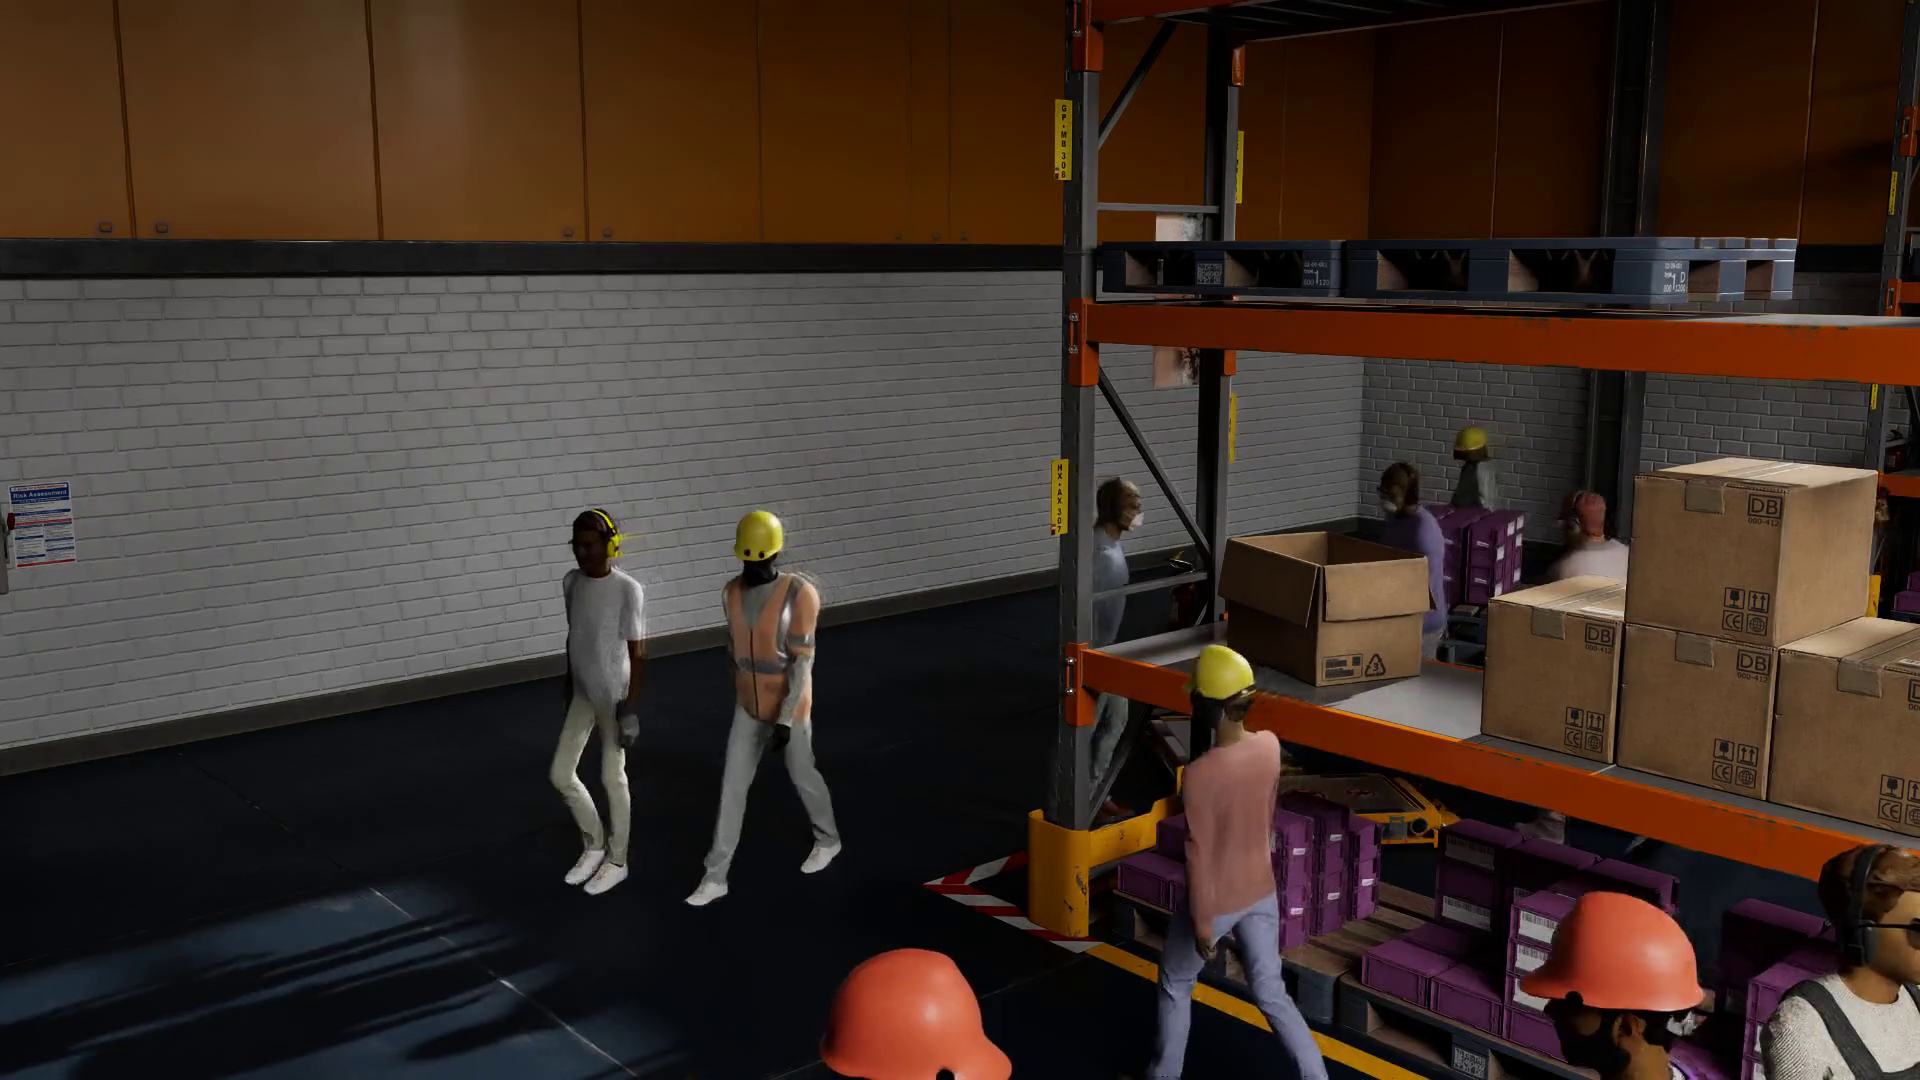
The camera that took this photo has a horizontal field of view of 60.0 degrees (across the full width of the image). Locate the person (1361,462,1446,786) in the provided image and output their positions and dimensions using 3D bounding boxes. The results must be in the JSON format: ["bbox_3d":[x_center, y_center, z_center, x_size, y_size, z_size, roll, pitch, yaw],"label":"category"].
[{"bbox_3d":[2.546,0.493,9.380,0.502,1.904,0.653,-1,10,-8],"label":"person"}]

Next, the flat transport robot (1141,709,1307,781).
[{"bbox_3d":[1.518,1.255,9.706,0.652,0.197,1.431,-1,10,-5],"label":"flat transport robot"}]

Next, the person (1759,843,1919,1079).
[{"bbox_3d":[1.859,1.528,3.501,0.507,1.846,0.341,-7,12,-35],"label":"person"}]

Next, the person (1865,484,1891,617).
[{"bbox_3d":[4.844,0.609,8.892,0.782,1.841,0.549,5,11,28],"label":"person"}]

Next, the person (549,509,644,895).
[{"bbox_3d":[-1.728,0.773,7.879,0.570,1.855,0.420,6,11,31],"label":"person"}]

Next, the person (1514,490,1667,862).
[{"bbox_3d":[3.211,0.692,8.332,0.686,1.875,0.769,-5,11,-25],"label":"person"}]

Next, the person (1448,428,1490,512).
[{"bbox_3d":[4.005,-0.062,13.277,0.909,1.678,0.515,2,10,12],"label":"person"}]

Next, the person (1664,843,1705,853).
[{"bbox_3d":[3.967,0.734,8.295,0.905,1.797,0.647,9,13,42],"label":"person"}]

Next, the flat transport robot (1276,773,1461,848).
[{"bbox_3d":[1.882,1.424,8.716,1.431,0.197,0.652,-1,10,-5],"label":"flat transport robot"}]

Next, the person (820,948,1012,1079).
[{"bbox_3d":[-0.096,1.605,2.790,0.362,1.934,0.551,2,10,11],"label":"person"}]

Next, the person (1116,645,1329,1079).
[{"bbox_3d":[0.959,1.212,5.689,0.522,1.728,0.868,-8,13,-39],"label":"person"}]

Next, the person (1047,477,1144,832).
[{"bbox_3d":[0.722,0.620,8.673,0.550,1.912,0.646,1,10,4],"label":"person"}]

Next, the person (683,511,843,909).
[{"bbox_3d":[-0.905,0.768,7.938,0.576,1.862,0.988,5,11,28],"label":"person"}]

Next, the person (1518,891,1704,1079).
[{"bbox_3d":[1.274,1.583,3.011,0.661,1.916,0.549,4,11,23],"label":"person"}]
